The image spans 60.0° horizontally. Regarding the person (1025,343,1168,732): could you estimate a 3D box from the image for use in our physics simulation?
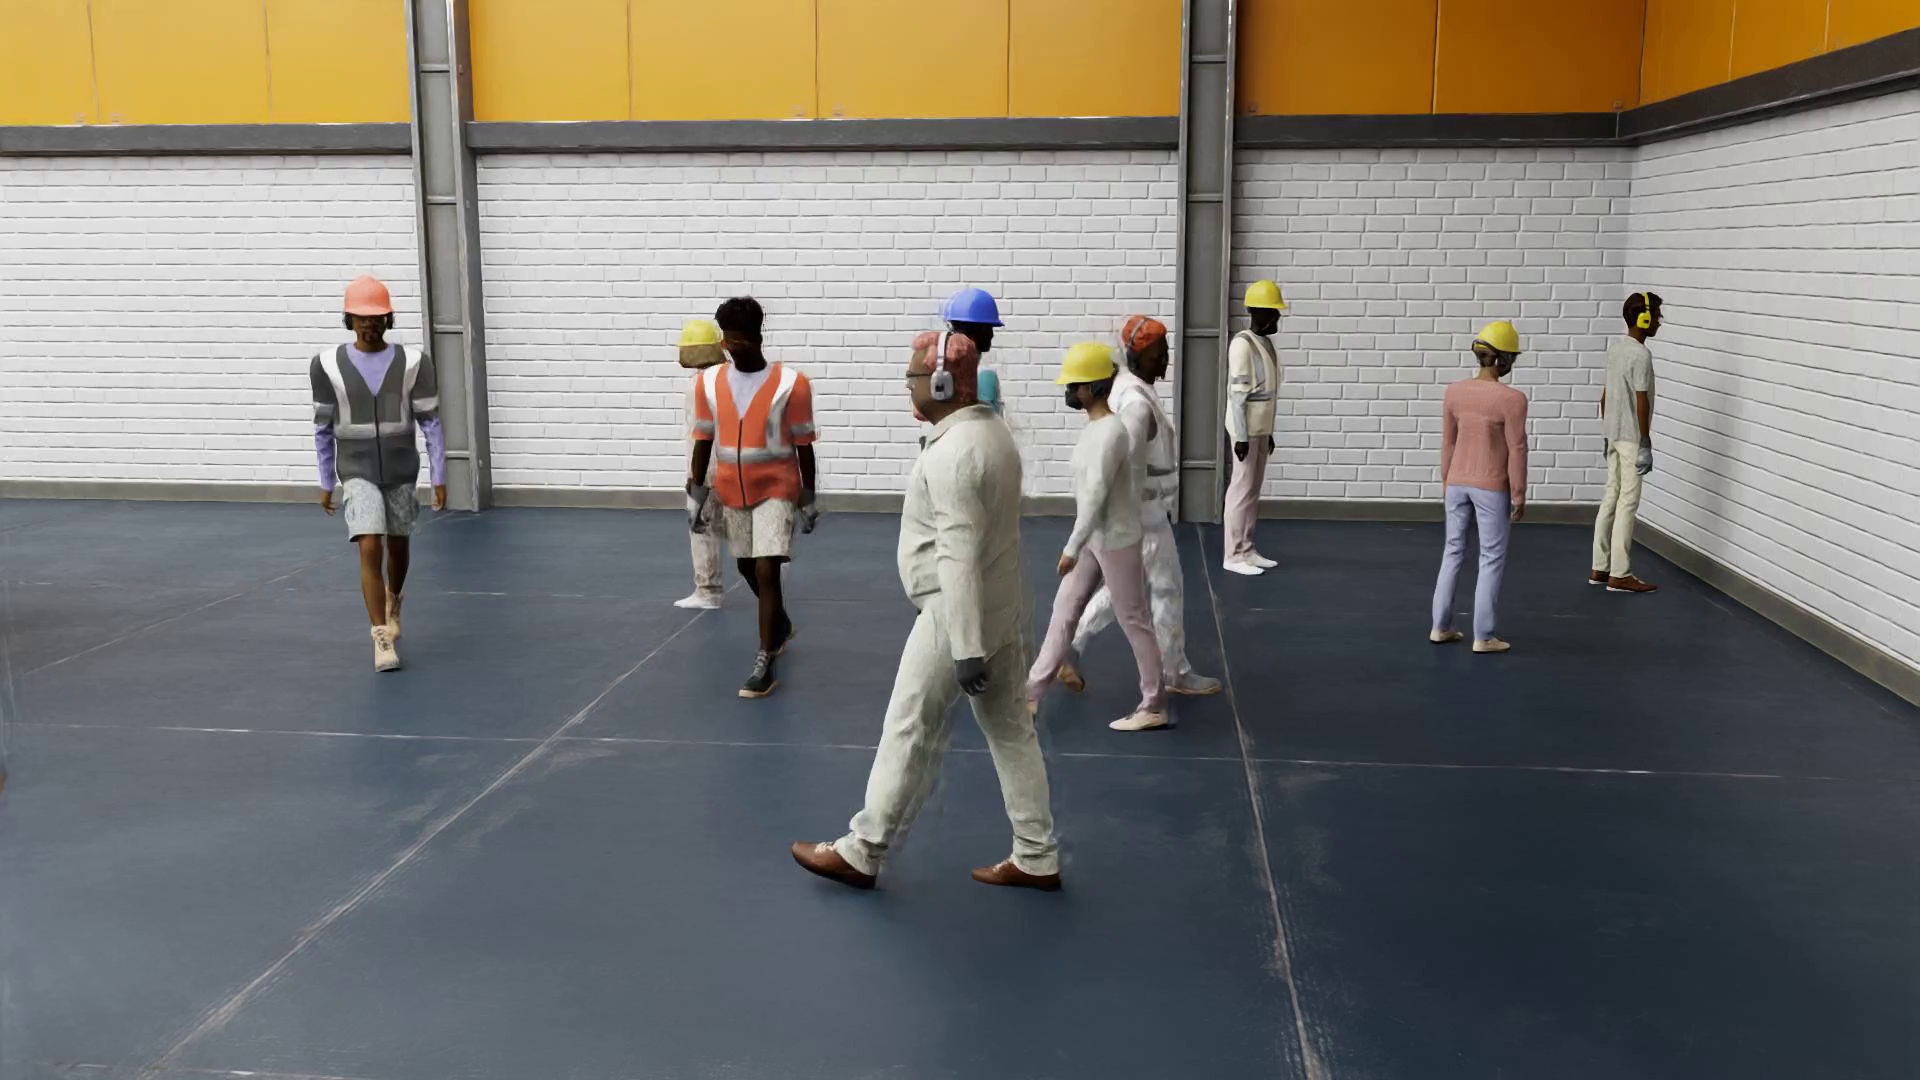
[{"bbox_3d":[0.525,0.010,7.247,0.884,1.716,0.522,-1,10,-8],"label":"person"}]

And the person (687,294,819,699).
[{"bbox_3d":[-0.993,-0.257,8.237,0.617,1.921,0.948,3,10,19],"label":"person"}]

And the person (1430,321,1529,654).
[{"bbox_3d":[2.776,-0.274,8.808,0.341,1.755,0.532,-7,12,-35],"label":"person"}]

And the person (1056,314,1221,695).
[{"bbox_3d":[0.824,-0.137,7.811,0.824,1.833,0.592,-1,10,-6],"label":"person"}]

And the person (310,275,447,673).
[{"bbox_3d":[-3.031,-0.376,8.693,0.625,2.008,1.003,-4,11,-23],"label":"person"}]

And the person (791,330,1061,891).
[{"bbox_3d":[-0.096,0.251,5.488,0.956,1.864,0.653,3,10,18],"label":"person"}]

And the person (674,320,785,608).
[{"bbox_3d":[-1.396,-0.428,9.789,0.584,1.722,0.487,3,10,16],"label":"person"}]

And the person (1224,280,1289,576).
[{"bbox_3d":[1.955,-0.740,10.972,0.388,1.926,0.590,5,11,29],"label":"person"}]

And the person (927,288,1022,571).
[{"bbox_3d":[0.043,-0.261,8.192,0.424,1.934,0.642,-5,11,-26],"label":"person"}]

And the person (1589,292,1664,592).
[{"bbox_3d":[4.194,-0.611,10.414,0.311,1.865,0.533,-1,10,-4],"label":"person"}]
